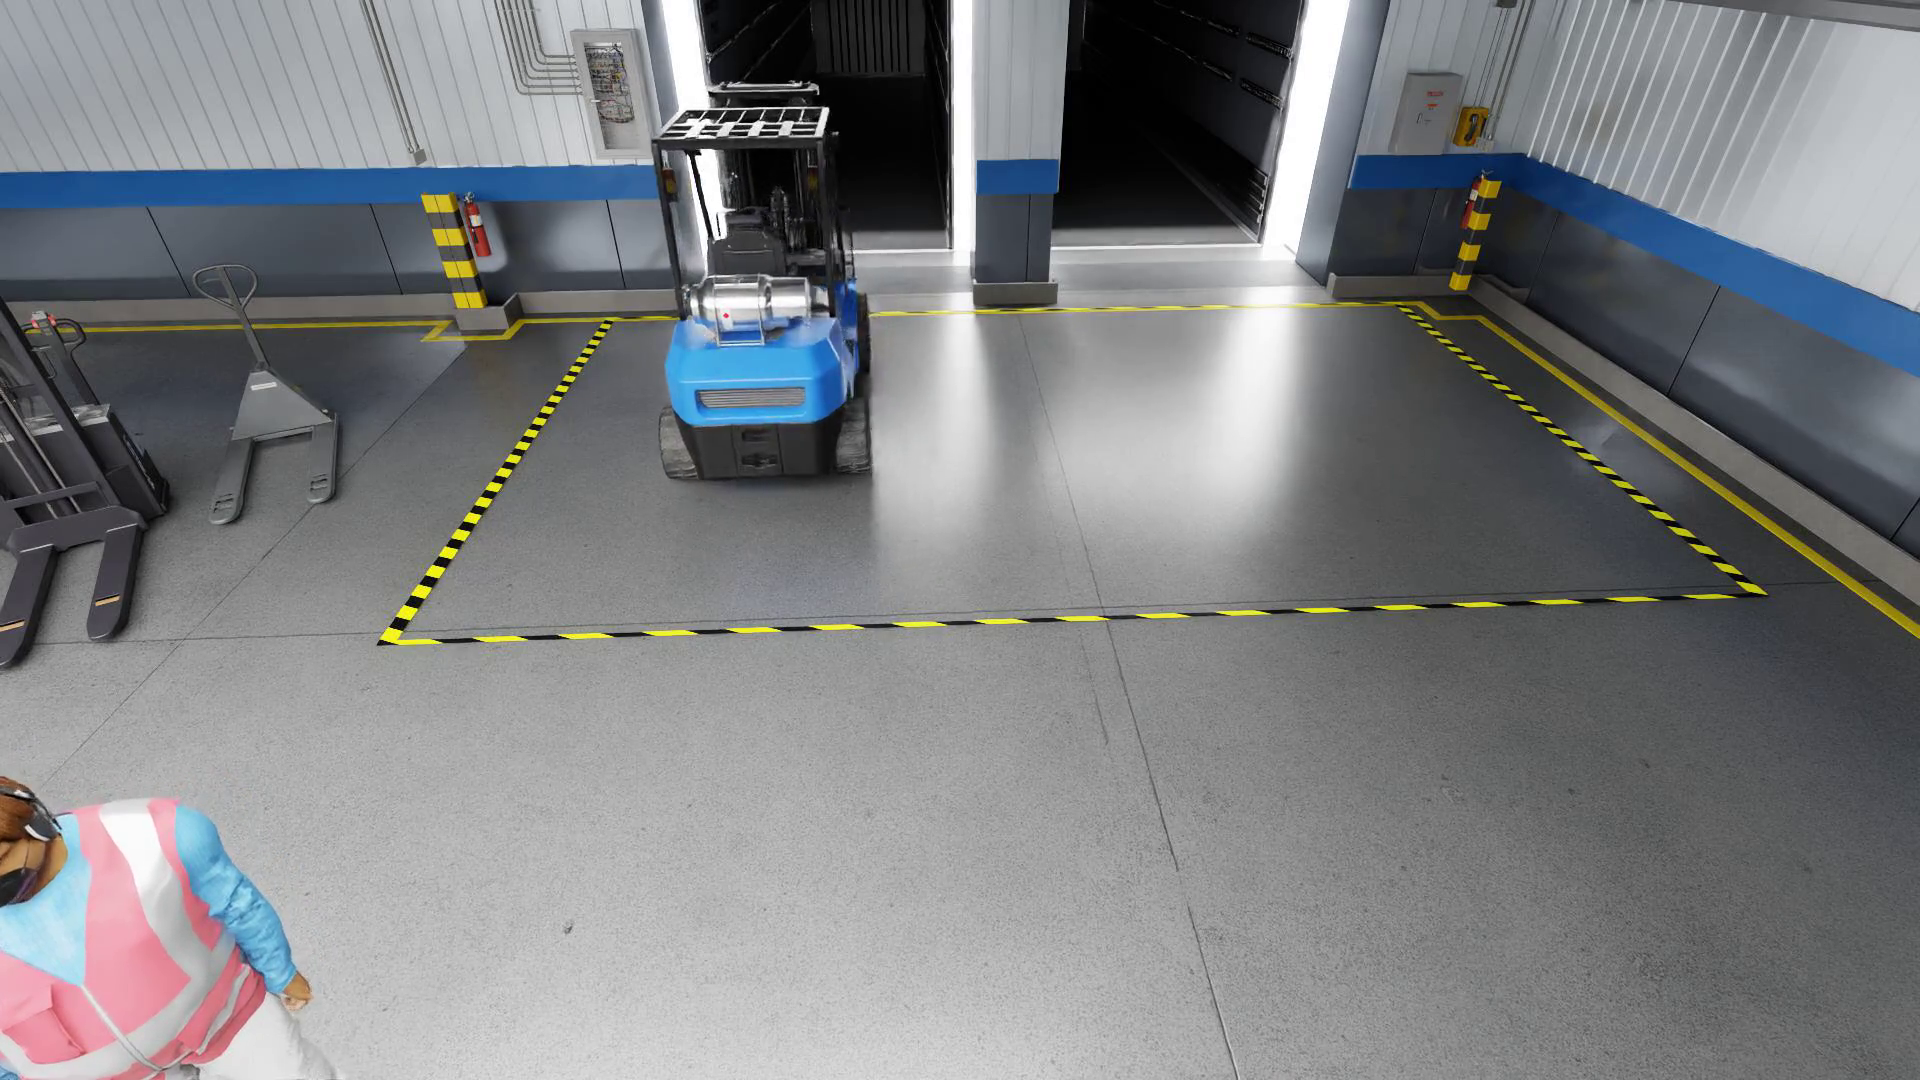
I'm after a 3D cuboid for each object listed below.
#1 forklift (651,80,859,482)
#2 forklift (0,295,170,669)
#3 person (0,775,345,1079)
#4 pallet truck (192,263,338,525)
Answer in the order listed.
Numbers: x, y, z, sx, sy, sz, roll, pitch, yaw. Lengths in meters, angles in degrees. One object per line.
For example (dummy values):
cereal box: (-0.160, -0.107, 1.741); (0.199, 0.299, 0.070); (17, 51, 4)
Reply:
forklift: (-1.355, -1.919, 6.433); (1.157, 2.036, 2.680); (-2, 35, -3)
forklift: (-5.212, -0.618, 4.878); (0.823, 1.965, 1.885); (-20, 39, -26)
person: (-2.026, 1.253, 2.331); (0.627, 1.838, 0.430); (-29, 44, -35)
pallet truck: (-4.778, -1.027, 6.128); (0.680, 1.201, 1.601); (-17, 38, -23)
